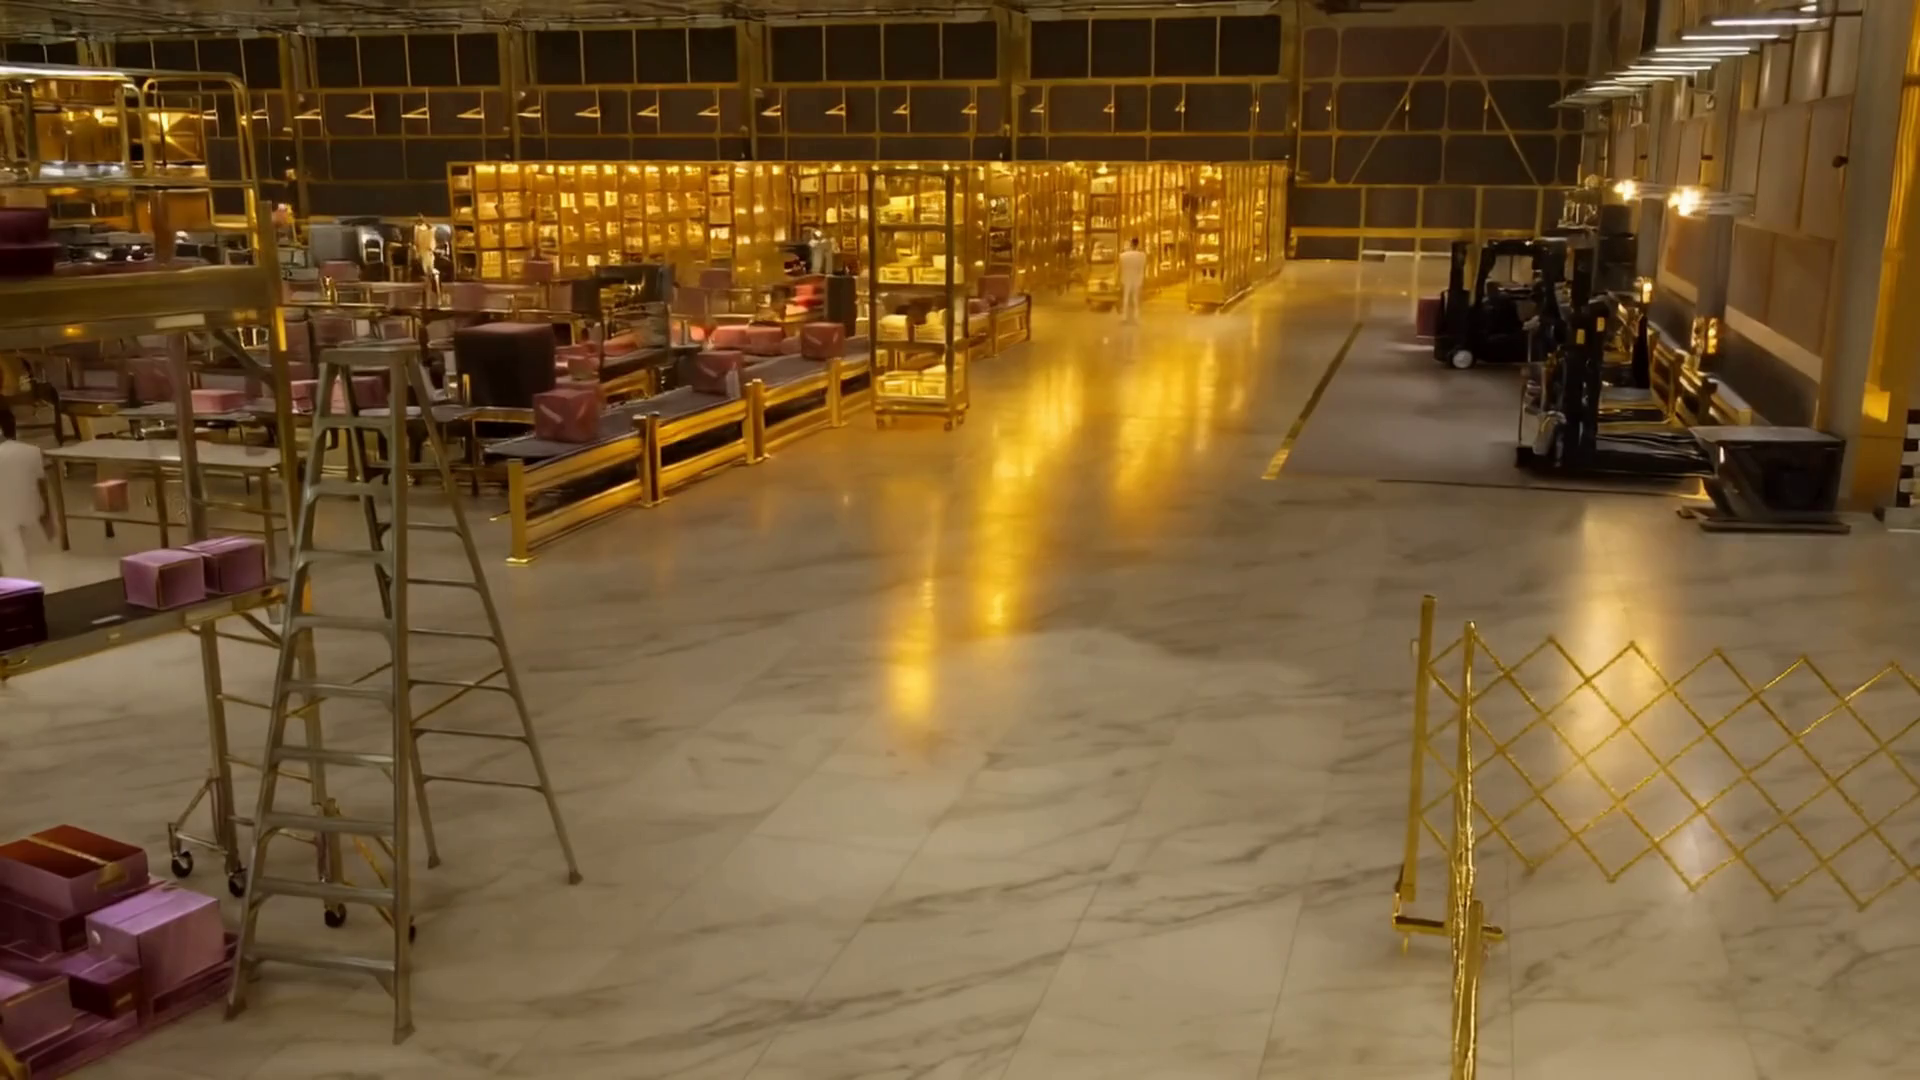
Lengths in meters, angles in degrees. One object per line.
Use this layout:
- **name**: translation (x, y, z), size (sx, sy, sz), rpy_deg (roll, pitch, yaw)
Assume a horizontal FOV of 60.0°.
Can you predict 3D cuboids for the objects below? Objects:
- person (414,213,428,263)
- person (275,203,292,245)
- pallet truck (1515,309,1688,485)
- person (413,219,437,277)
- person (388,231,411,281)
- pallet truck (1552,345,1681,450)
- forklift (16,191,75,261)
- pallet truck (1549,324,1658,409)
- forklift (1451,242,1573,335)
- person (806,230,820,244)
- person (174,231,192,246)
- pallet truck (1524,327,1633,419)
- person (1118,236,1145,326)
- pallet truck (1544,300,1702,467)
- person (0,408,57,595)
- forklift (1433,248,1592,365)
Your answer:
- **person**: translation (-19.144, -10.739, 59.170), size (0.485, 1.735, 0.346), rpy_deg (-8, 15, -32)
- **person**: translation (-26.644, -12.306, 65.591), size (0.972, 1.884, 0.571), rpy_deg (6, 14, 23)
- **pallet truck**: translation (7.554, -1.677, 19.446), size (1.885, 1.965, 0.823), rpy_deg (3, 13, 14)
- **person**: translation (-16.060, -8.675, 49.902), size (0.665, 1.887, 0.650), rpy_deg (-6, 14, -25)
- **person**: translation (-14.513, -7.074, 43.087), size (0.570, 1.845, 0.384), rpy_deg (-1, 13, -6)
- **pallet truck**: translation (8.641, -1.896, 21.908), size (1.630, 1.274, 0.653), rpy_deg (4, 14, 16)
- **forklift**: translation (-28.722, -9.595, 51.720), size (1.129, 2.768, 1.873), rpy_deg (4, 14, 16)
- **pallet truck**: translation (9.824, -2.669, 25.407), size (1.601, 1.201, 0.680), rpy_deg (4, 14, 16)
- **forklift**: translation (10.464, -4.597, 31.405), size (2.680, 1.987, 1.157), rpy_deg (4, 14, 16)
- **person**: translation (-3.858, -7.368, 44.385), size (0.404, 1.830, 0.602), rpy_deg (12, 18, 43)
- **person**: translation (-20.995, -7.486, 45.013), size (0.957, 1.788, 0.597), rpy_deg (5, 14, 21)
- **pallet truck**: translation (9.065, -2.460, 24.370), size (1.522, 1.261, 0.704), rpy_deg (3, 13, 14)
- **person**: translation (3.827, -5.795, 37.242), size (0.622, 1.990, 0.394), rpy_deg (11, 17, 39)
- **pallet truck**: translation (8.263, -1.952, 20.631), size (1.885, 1.965, 0.823), rpy_deg (5, 14, 20)
- **person**: translation (-7.618, -0.169, 13.397), size (1.015, 1.802, 0.481), rpy_deg (5, 14, 22)
- **forklift**: translation (9.780, -4.111, 29.280), size (2.680, 1.987, 1.157), rpy_deg (3, 13, 14)
